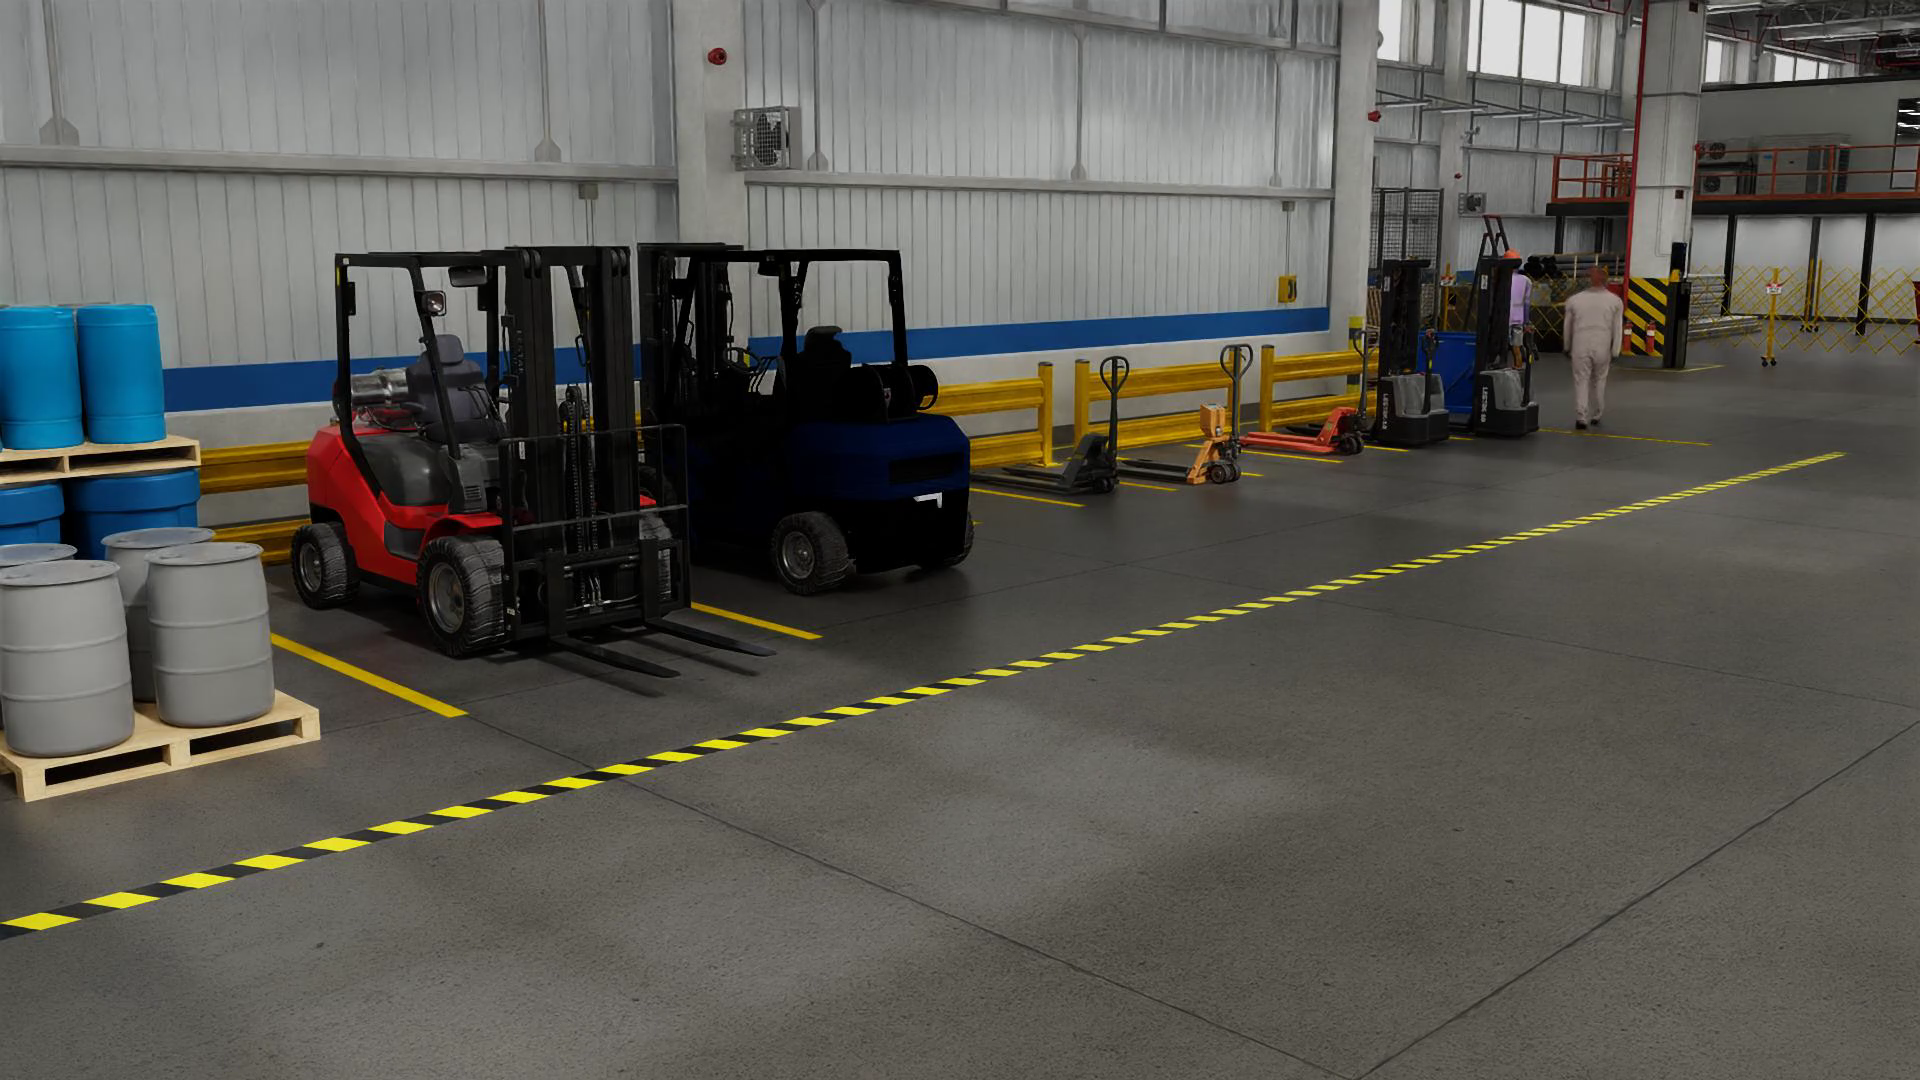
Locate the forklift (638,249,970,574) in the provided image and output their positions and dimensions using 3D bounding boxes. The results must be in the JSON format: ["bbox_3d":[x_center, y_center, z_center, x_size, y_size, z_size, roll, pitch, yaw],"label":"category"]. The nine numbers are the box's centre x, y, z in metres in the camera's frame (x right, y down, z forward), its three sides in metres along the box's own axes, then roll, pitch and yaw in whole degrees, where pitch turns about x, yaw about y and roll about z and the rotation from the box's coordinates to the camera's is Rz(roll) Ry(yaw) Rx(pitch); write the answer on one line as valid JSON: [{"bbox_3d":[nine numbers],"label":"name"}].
[{"bbox_3d":[-1.173,-0.958,11.239,2.680,1.987,1.157,10,14,43],"label":"forklift"}]

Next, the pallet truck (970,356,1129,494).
[{"bbox_3d":[0.784,-1.085,14.876,0.680,1.201,1.601,-10,14,-44],"label":"pallet truck"}]

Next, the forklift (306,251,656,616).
[{"bbox_3d":[-2.833,-0.669,9.694,1.157,1.987,2.680,-10,14,-44],"label":"forklift"}]

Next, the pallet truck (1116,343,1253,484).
[{"bbox_3d":[1.962,-1.215,15.415,1.522,1.261,0.704,10,14,43],"label":"pallet truck"}]

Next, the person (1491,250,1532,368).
[{"bbox_3d":[7.900,-3.148,23.950,0.601,2.035,0.414,-3,11,-17],"label":"person"}]

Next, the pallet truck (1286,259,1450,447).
[{"bbox_3d":[4.493,-2.078,18.196,0.823,1.965,1.885,-9,14,-40],"label":"pallet truck"}]

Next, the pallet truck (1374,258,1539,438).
[{"bbox_3d":[5.704,-2.208,18.901,1.885,1.965,0.823,10,14,43],"label":"pallet truck"}]

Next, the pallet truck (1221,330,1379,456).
[{"bbox_3d":[3.563,-1.581,17.381,0.653,1.274,1.630,-10,14,-44],"label":"pallet truck"}]

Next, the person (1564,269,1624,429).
[{"bbox_3d":[7.391,-2.233,19.446,0.641,1.863,0.977,3,11,18],"label":"person"}]
